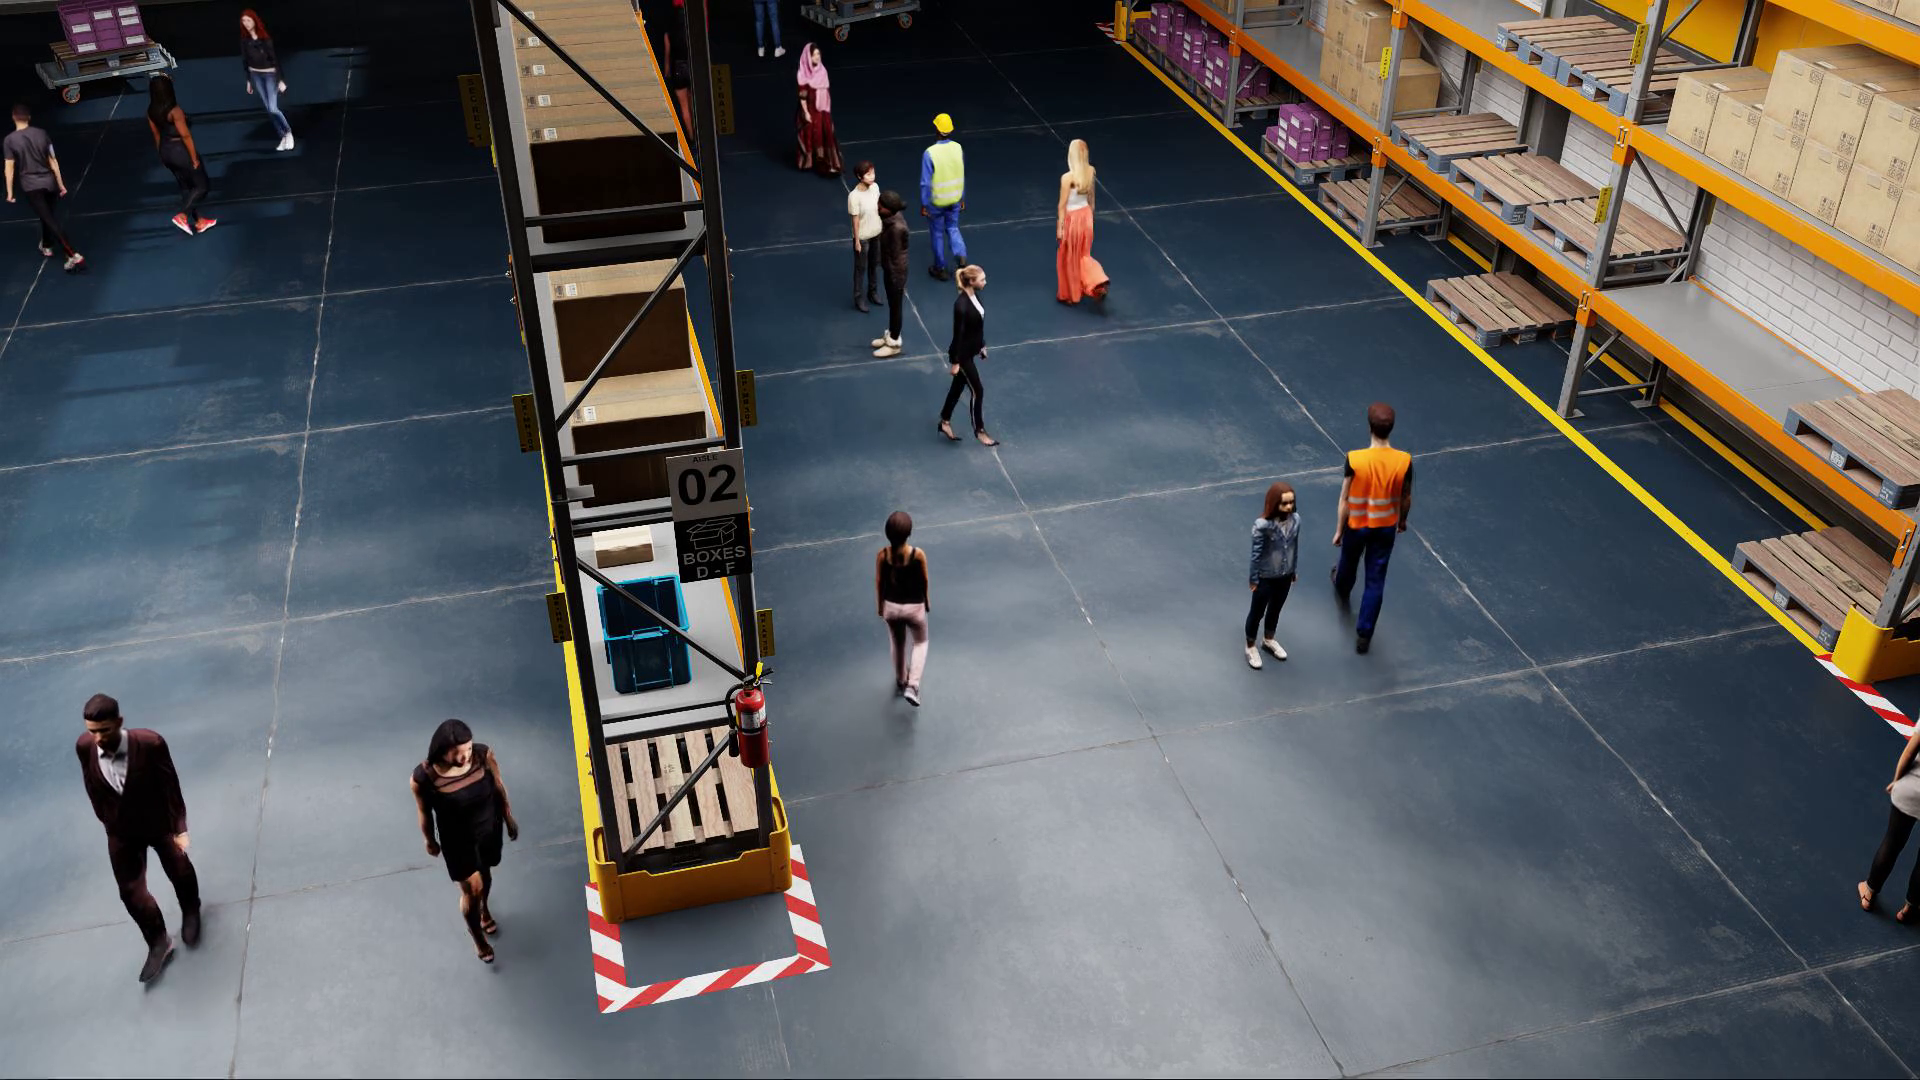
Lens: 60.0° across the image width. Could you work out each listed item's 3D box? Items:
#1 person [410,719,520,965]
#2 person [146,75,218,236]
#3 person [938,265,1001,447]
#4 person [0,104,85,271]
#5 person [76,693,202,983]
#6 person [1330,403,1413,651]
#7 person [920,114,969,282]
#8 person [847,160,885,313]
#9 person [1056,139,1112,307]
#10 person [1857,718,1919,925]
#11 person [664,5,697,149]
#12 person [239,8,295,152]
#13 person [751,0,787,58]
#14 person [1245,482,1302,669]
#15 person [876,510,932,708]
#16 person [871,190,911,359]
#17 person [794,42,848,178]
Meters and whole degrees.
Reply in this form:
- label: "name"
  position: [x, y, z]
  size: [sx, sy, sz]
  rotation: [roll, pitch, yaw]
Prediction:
- label: "person"
  position: [-2.881, 1.657, 9.633]
  size: [0.759, 1.692, 0.794]
  rotation: [-25, 41, -33]
- label: "person"
  position: [-8.656, -4.190, 18.333]
  size: [0.956, 1.799, 1.039]
  rotation: [13, 36, 19]
- label: "person"
  position: [-0.047, -1.615, 14.570]
  size: [0.901, 1.675, 0.886]
  rotation: [9, 35, 14]
- label: "person"
  position: [-9.748, -3.715, 17.692]
  size: [1.314, 1.718, 1.156]
  rotation: [24, 40, 31]
- label: "person"
  position: [-4.699, 1.576, 9.613]
  size: [0.754, 1.848, 0.880]
  rotation: [-5, 34, -7]
- label: "person"
  position: [2.985, -0.042, 12.050]
  size: [0.966, 1.845, 1.234]
  rotation: [2, 34, 4]
- label: "person"
  position: [-0.137, -3.527, 17.332]
  size: [0.790, 1.803, 0.889]
  rotation: [-19, 38, -26]
- label: "person"
  position: [-0.950, -3.100, 16.887]
  size: [0.669, 1.584, 0.645]
  rotation: [24, 40, 31]
- label: "person"
  position: [1.237, -3.127, 16.744]
  size: [0.851, 1.788, 1.002]
  rotation: [-27, 42, -34]
- label: "person"
  position: [5.700, 1.499, 9.750]
  size: [0.666, 1.825, 0.751]
  rotation: [22, 40, 30]
- label: "person"
  position: [-3.405, -5.756, 20.761]
  size: [0.676, 1.719, 0.852]
  rotation: [-15, 36, -21]
- label: "person"
  position: [-8.583, -5.726, 20.670]
  size: [0.691, 1.771, 0.742]
  rotation: [3, 34, 4]
- label: "person"
  position: [-2.801, -7.866, 23.855]
  size: [0.745, 1.808, 0.688]
  rotation: [3, 34, 4]
- label: "person"
  position: [2.245, 0.230, 11.975]
  size: [0.603, 1.476, 0.564]
  rotation: [-16, 37, -22]
- label: "person"
  position: [-0.385, 0.504, 11.490]
  size: [0.689, 1.557, 0.875]
  rotation: [3, 34, 4]
- label: "person"
  position: [-0.620, -2.585, 16.042]
  size: [0.635, 1.661, 0.578]
  rotation: [10, 35, 15]
- label: "person"
  position: [-1.818, -5.167, 19.995]
  size: [0.906, 1.587, 1.162]
  rotation: [-23, 40, -31]
